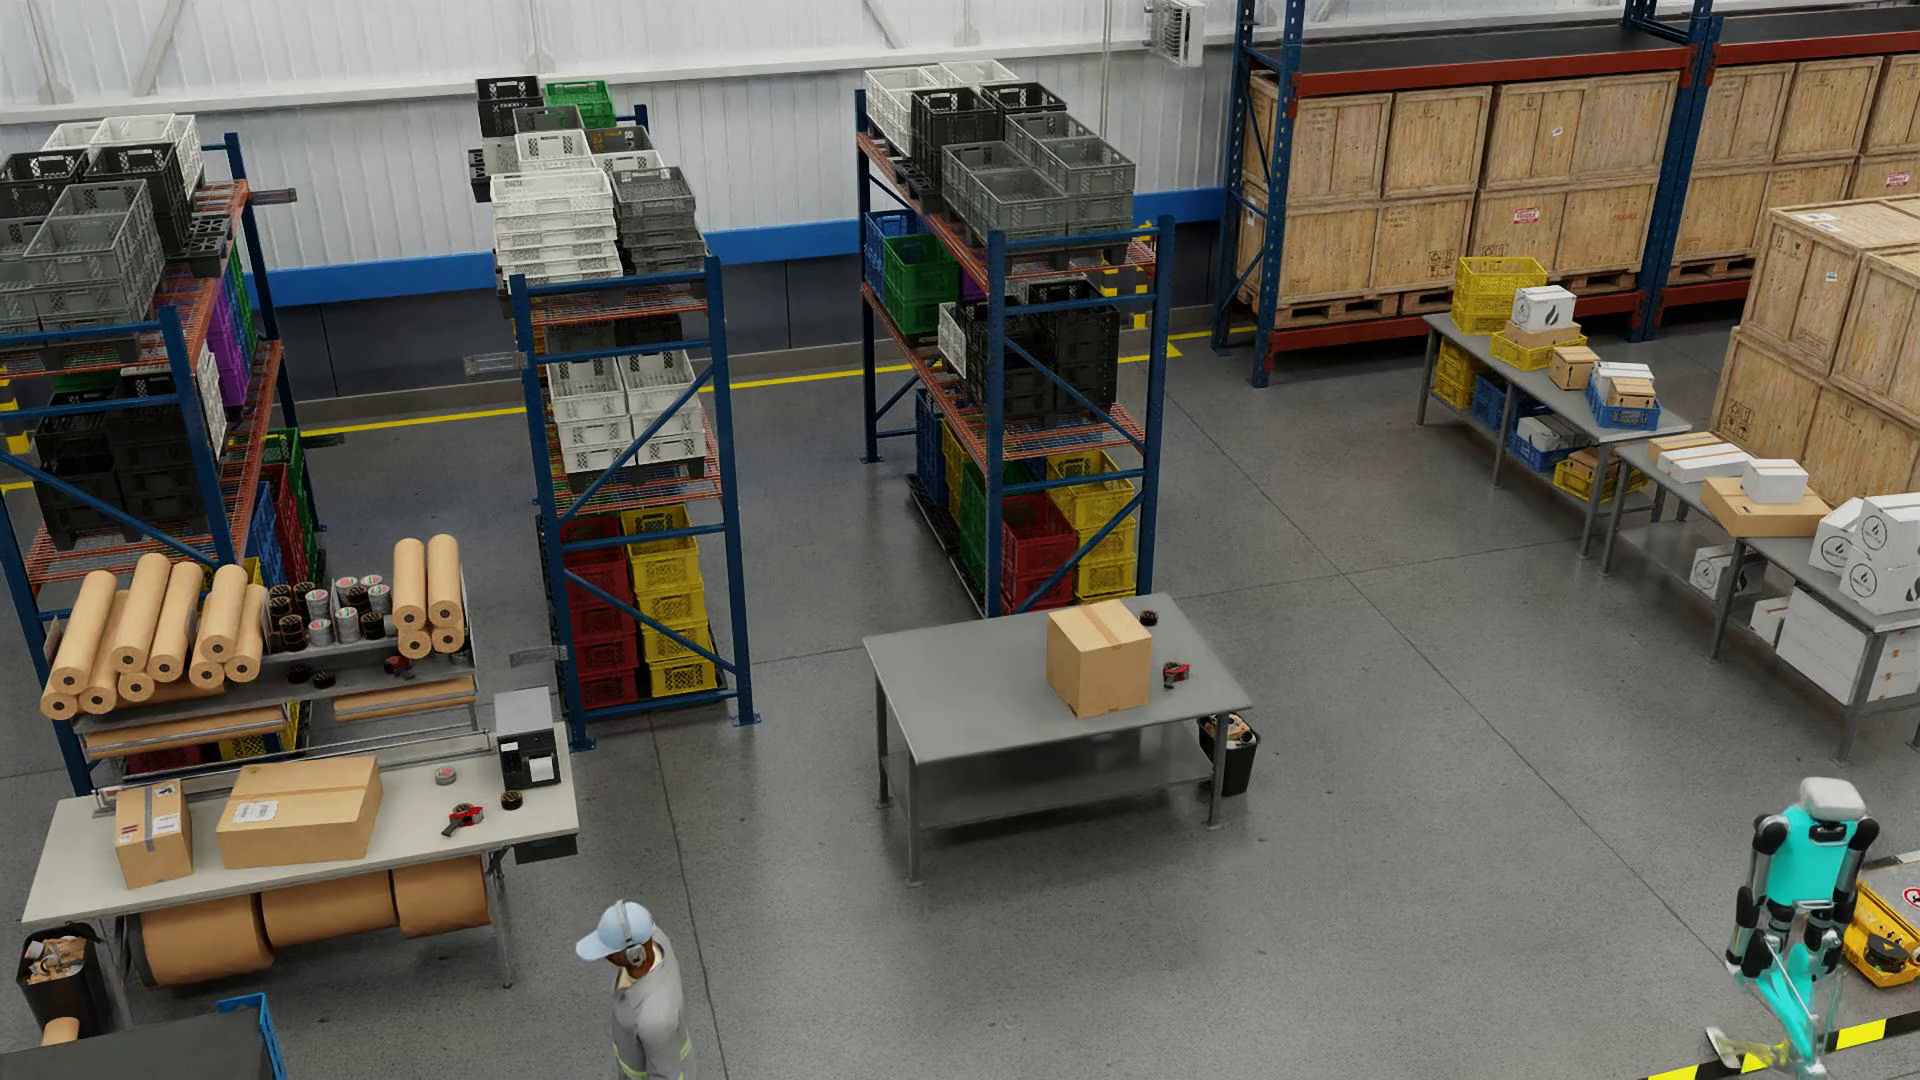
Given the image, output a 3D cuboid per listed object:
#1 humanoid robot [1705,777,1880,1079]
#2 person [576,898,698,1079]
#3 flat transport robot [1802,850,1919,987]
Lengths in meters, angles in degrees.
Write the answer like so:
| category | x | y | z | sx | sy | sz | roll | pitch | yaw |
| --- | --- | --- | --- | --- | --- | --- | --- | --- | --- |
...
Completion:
| category | x | y | z | sx | sy | sz | roll | pitch | yaw |
| --- | --- | --- | --- | --- | --- | --- | --- | --- | --- |
| humanoid robot | 3.689 | 1.928 | 7.195 | 0.543 | 1.768 | 1.075 | -3 | 29 | -5 |
| person | -1.241 | 2.152 | 6.604 | 0.392 | 1.850 | 0.587 | -8 | 30 | -14 |
| flat transport robot | 5.163 | 1.916 | 8.676 | 1.431 | 0.231 | 0.659 | -8 | 30 | -14 |
